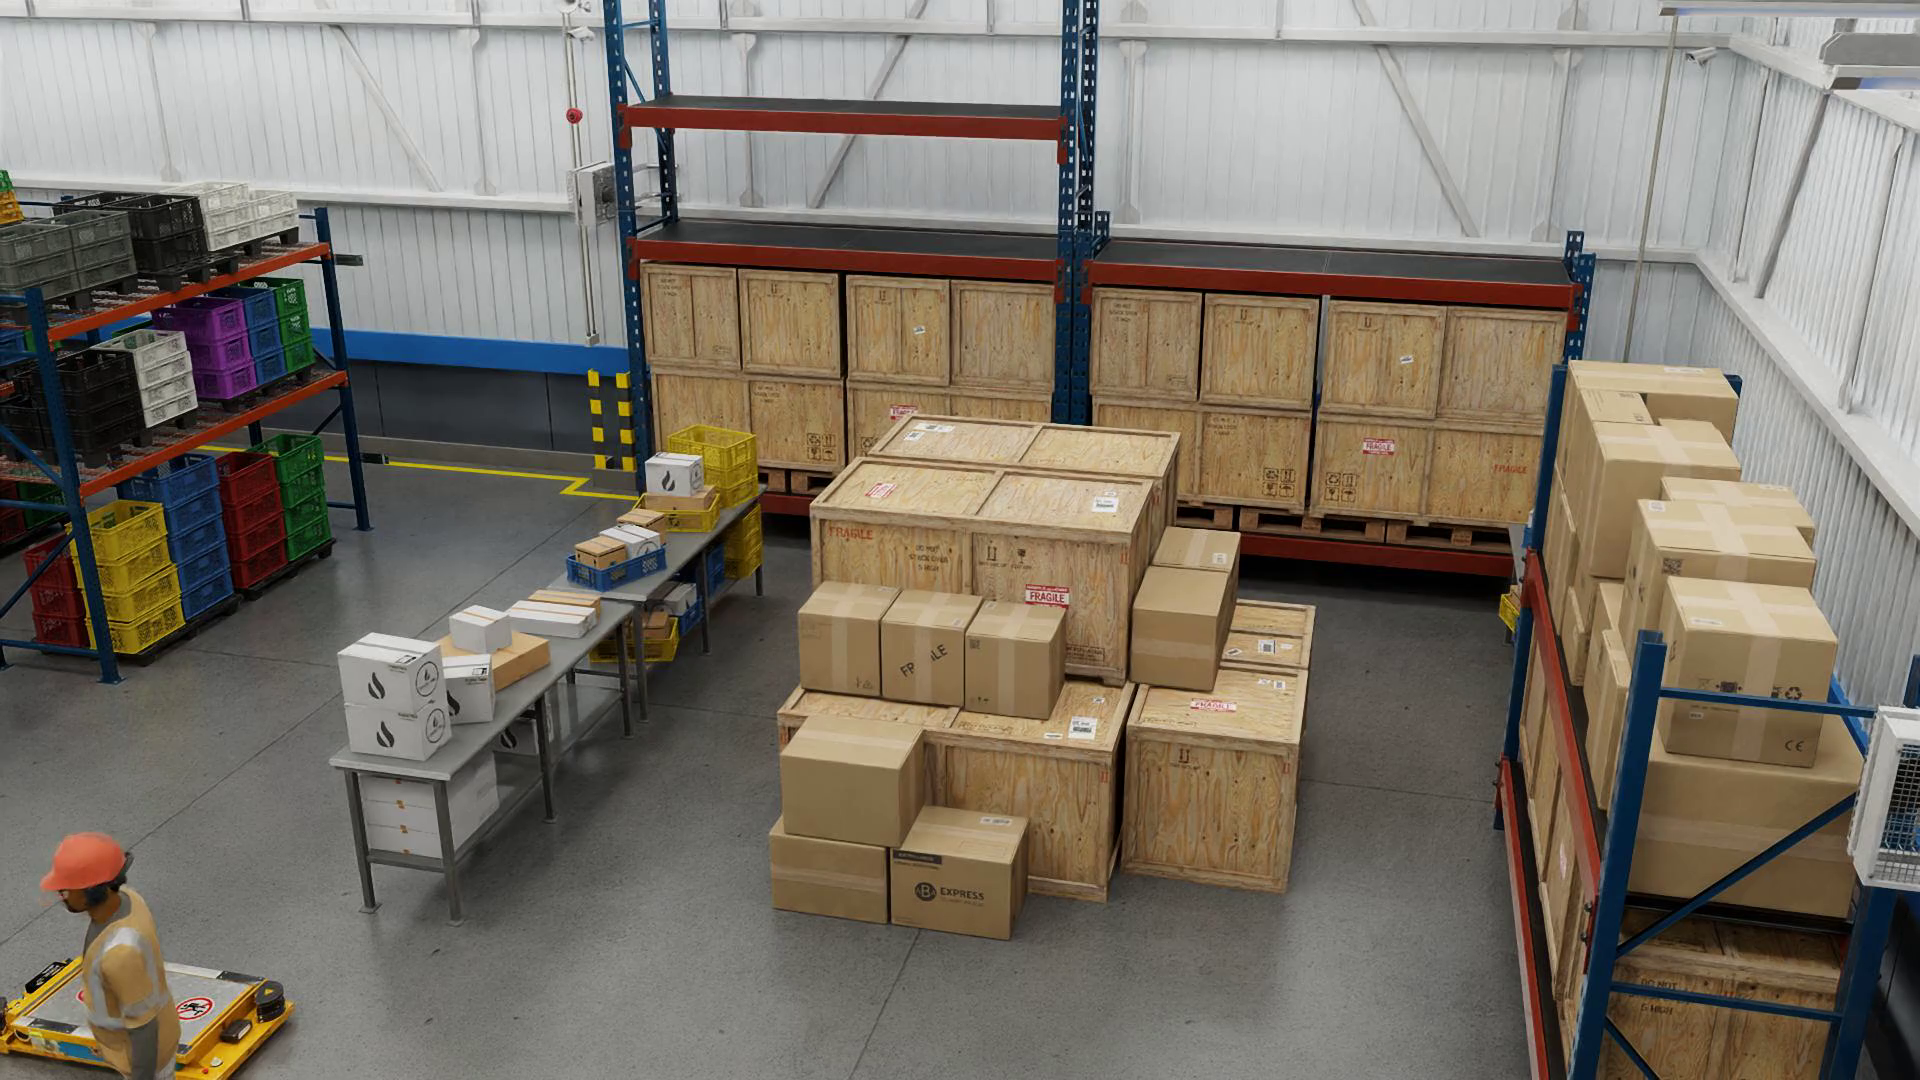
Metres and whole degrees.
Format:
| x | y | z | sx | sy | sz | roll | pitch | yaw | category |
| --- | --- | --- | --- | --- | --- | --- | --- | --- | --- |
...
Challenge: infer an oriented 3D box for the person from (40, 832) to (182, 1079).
| x | y | z | sx | sy | sz | roll | pitch | yaw | category |
| --- | --- | --- | --- | --- | --- | --- | --- | --- | --- |
| -3.485 | 2.128 | 6.995 | 0.391 | 2.044 | 0.607 | -11 | 23 | -26 | person |

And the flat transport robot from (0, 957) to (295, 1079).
| x | y | z | sx | sy | sz | roll | pitch | yaw | category |
| --- | --- | --- | --- | --- | --- | --- | --- | --- | --- |
| -4.270 | 2.464 | 8.601 | 1.431 | 0.231 | 0.659 | 5 | 22 | 13 | flat transport robot |
